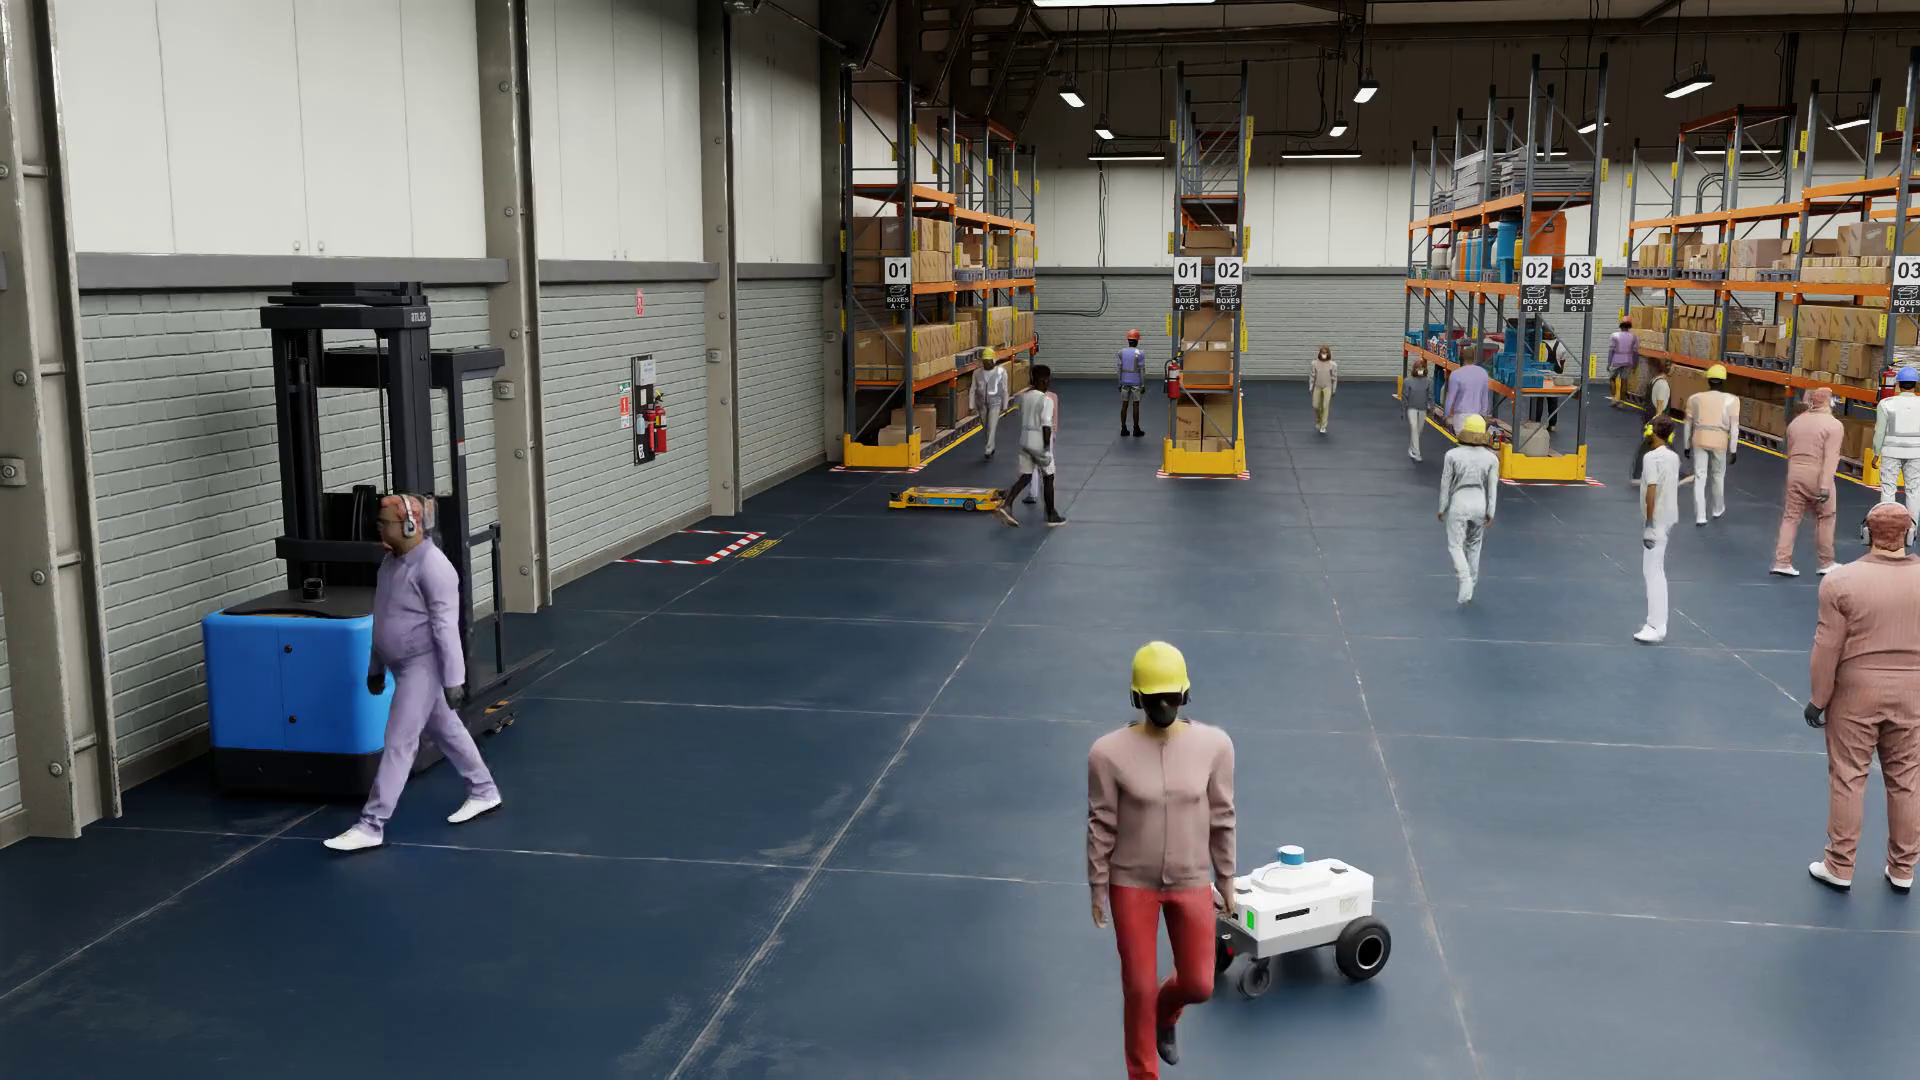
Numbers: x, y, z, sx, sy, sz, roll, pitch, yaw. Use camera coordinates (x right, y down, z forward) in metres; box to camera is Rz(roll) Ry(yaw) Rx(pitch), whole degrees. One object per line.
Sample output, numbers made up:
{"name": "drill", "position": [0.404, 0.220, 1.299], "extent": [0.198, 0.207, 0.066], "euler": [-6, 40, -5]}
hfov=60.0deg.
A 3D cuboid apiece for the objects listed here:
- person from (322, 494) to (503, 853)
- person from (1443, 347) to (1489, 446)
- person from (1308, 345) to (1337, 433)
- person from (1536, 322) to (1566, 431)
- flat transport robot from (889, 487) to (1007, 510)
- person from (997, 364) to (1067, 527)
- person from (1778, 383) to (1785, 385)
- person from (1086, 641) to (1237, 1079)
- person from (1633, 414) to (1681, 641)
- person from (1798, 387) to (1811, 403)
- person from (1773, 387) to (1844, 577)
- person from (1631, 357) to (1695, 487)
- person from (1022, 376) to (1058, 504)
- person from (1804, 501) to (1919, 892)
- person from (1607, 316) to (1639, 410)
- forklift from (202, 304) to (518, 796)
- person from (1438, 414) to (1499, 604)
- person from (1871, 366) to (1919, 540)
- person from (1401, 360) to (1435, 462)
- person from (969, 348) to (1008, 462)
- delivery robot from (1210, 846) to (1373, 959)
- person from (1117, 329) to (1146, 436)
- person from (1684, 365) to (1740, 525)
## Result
{"name": "person", "position": [-2.908, 0.671, 8.821], "extent": [1.020, 1.853, 0.656], "euler": [-7, 12, -38]}
{"name": "person", "position": [7.218, -1.810, 23.882], "extent": [0.661, 1.921, 0.545], "euler": [-4, 10, -22]}
{"name": "person", "position": [6.768, -2.818, 31.010], "extent": [0.524, 1.619, 0.413], "euler": [4, 10, 23]}
{"name": "person", "position": [10.991, -3.050, 31.305], "extent": [0.682, 2.000, 0.537], "euler": [-2, 9, -9]}
{"name": "flat transport robot", "position": [-0.145, -0.540, 21.271], "extent": [1.431, 0.197, 0.652], "euler": [1, 9, 9]}
{"name": "person", "position": [0.830, -1.109, 19.607], "extent": [0.884, 1.931, 0.635], "euler": [-7, 11, -36]}
{"name": "person", "position": [17.245, -3.599, 35.185], "extent": [0.625, 1.841, 0.429], "euler": [6, 11, 34]}
{"name": "person", "position": [0.699, 1.192, 5.896], "extent": [0.535, 1.746, 0.533], "euler": [-1, 9, -4]}
{"name": "person", "position": [5.685, -0.103, 13.658], "extent": [0.378, 1.833, 0.704], "euler": [9, 13, 44]}
{"name": "person", "position": [17.307, -3.461, 34.034], "extent": [0.636, 1.949, 1.022], "euler": [8, 12, 41]}
{"name": "person", "position": [8.447, -0.569, 16.428], "extent": [0.888, 1.856, 0.659], "euler": [-4, 10, -24]}
{"name": "person", "position": [9.839, -1.633, 23.170], "extent": [0.872, 1.801, 0.527], "euler": [1, 9, 6]}
{"name": "person", "position": [1.022, -1.358, 21.590], "extent": [0.530, 1.768, 0.312], "euler": [-4, 10, -25]}
{"name": "person", "position": [4.455, 0.760, 8.100], "extent": [0.648, 1.904, 0.401], "euler": [1, 9, 8]}
{"name": "person", "position": [14.407, -3.860, 36.222], "extent": [0.654, 2.023, 0.650], "euler": [1, 9, 7]}
{"name": "forklift", "position": [-3.673, -0.038, 10.147], "extent": [1.129, 2.768, 1.873], "euler": [1, 9, 9]}
{"name": "person", "position": [4.615, -0.275, 15.050], "extent": [0.493, 1.718, 0.697], "euler": [0, 9, 2]}
{"name": "person", "position": [10.533, -0.963, 18.596], "extent": [0.614, 1.942, 0.404], "euler": [3, 10, 16]}
{"name": "person", "position": [7.300, -2.079, 26.556], "extent": [0.510, 1.597, 0.832], "euler": [-1, 9, -3]}
{"name": "person", "position": [0.453, -2.167, 26.531], "extent": [0.611, 1.786, 0.941], "euler": [3, 10, 17]}
{"name": "delivery robot", "position": [1.421, 1.560, 7.153], "extent": [0.707, 0.478, 0.477], "euler": [-5, 10, -27]}
{"name": "person", "position": [3.149, -2.874, 30.407], "extent": [0.553, 1.935, 0.364], "euler": [6, 11, 32]}
{"name": "person", "position": [8.987, -1.144, 19.887], "extent": [0.617, 1.880, 0.945], "euler": [6, 11, 31]}
